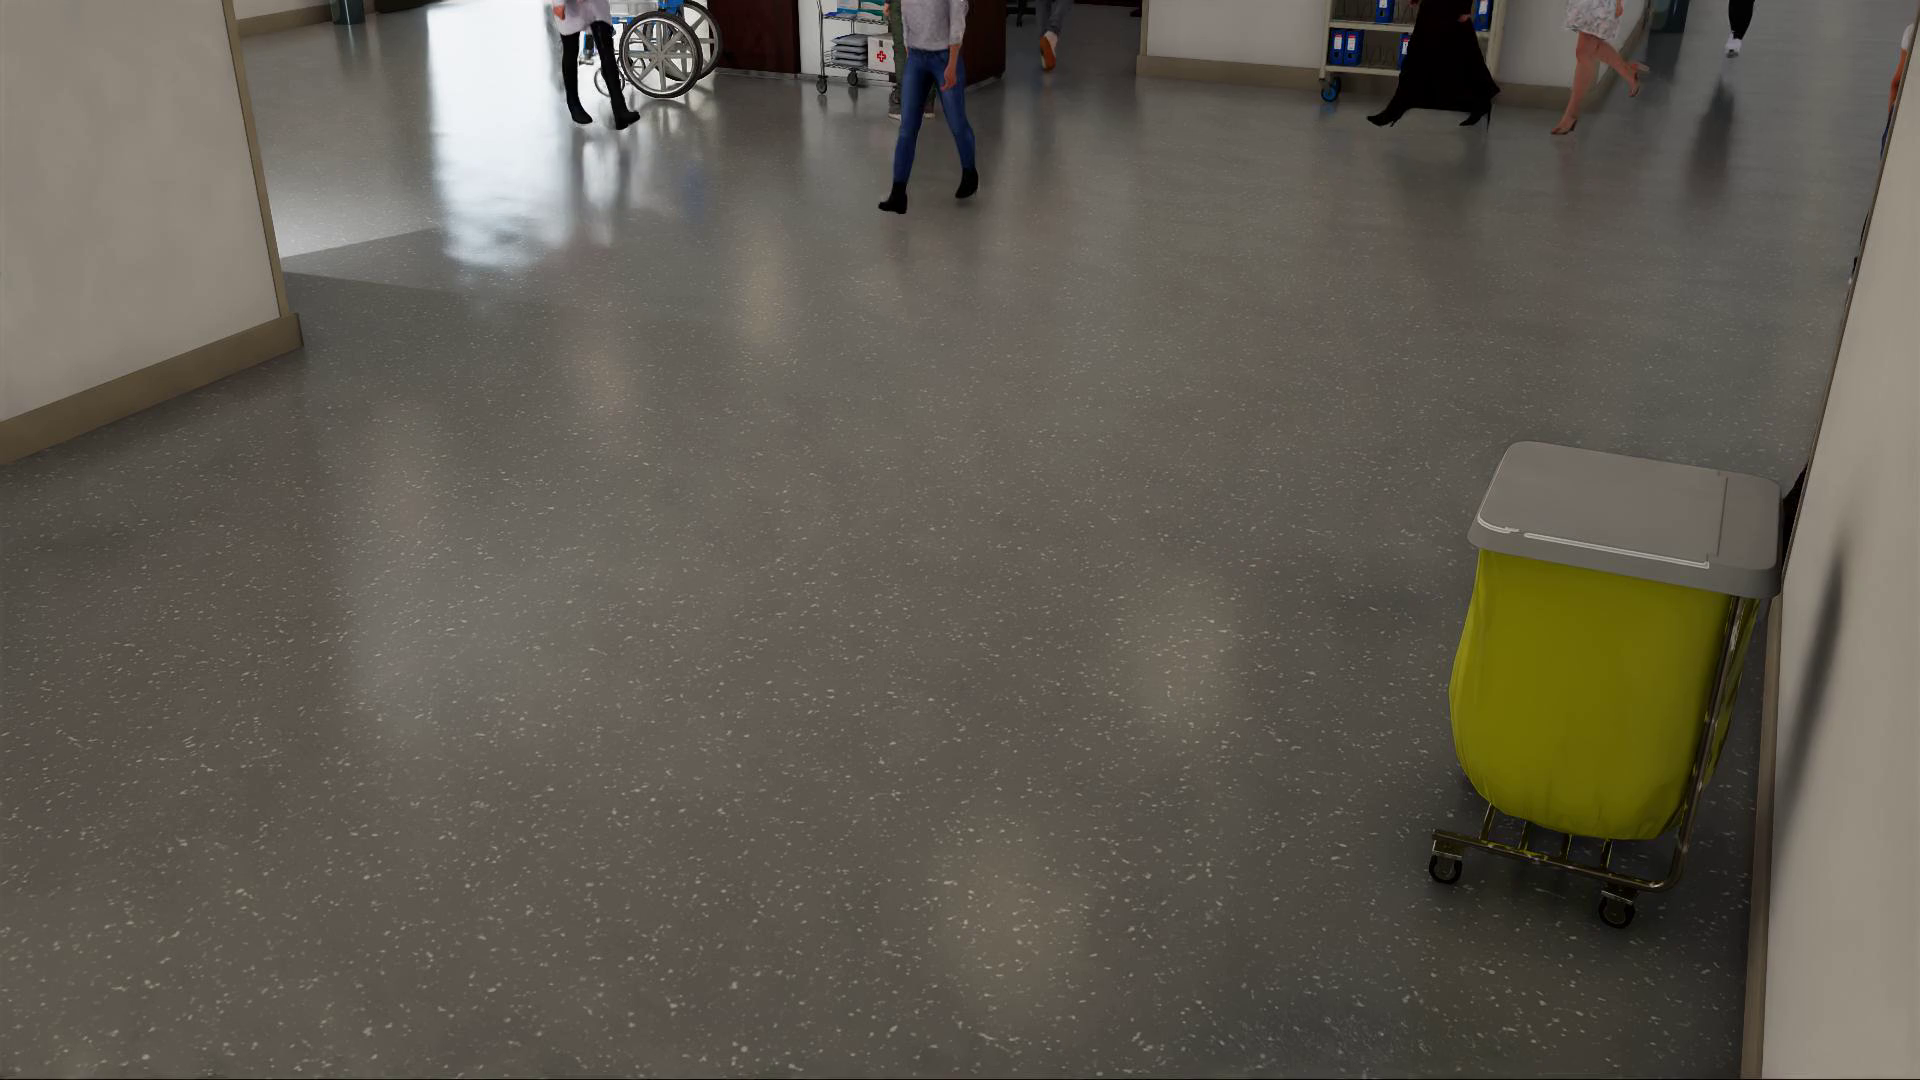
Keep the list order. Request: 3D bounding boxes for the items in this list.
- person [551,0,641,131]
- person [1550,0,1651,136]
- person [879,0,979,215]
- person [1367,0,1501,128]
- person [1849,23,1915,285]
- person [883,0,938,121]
[{"bbox_3d":[-2.640,-3.681,11.291,0.976,1.767,1.200,-19,32,-34],"label":"person"},{"bbox_3d":[4.365,-3.617,11.171,1.080,1.755,1.036,-10,27,-19],"label":"person"},{"bbox_3d":[-0.085,-2.642,9.345,1.012,1.584,0.727,14,29,27],"label":"person"},{"bbox_3d":[3.358,-3.578,11.154,1.232,1.699,0.971,0,26,1],"label":"person"},{"bbox_3d":[4.628,-1.985,8.008,0.682,1.562,0.603,-13,29,-26],"label":"person"},{"bbox_3d":[-0.335,-3.810,11.687,0.659,1.655,0.706,-11,28,-22],"label":"person"}]
